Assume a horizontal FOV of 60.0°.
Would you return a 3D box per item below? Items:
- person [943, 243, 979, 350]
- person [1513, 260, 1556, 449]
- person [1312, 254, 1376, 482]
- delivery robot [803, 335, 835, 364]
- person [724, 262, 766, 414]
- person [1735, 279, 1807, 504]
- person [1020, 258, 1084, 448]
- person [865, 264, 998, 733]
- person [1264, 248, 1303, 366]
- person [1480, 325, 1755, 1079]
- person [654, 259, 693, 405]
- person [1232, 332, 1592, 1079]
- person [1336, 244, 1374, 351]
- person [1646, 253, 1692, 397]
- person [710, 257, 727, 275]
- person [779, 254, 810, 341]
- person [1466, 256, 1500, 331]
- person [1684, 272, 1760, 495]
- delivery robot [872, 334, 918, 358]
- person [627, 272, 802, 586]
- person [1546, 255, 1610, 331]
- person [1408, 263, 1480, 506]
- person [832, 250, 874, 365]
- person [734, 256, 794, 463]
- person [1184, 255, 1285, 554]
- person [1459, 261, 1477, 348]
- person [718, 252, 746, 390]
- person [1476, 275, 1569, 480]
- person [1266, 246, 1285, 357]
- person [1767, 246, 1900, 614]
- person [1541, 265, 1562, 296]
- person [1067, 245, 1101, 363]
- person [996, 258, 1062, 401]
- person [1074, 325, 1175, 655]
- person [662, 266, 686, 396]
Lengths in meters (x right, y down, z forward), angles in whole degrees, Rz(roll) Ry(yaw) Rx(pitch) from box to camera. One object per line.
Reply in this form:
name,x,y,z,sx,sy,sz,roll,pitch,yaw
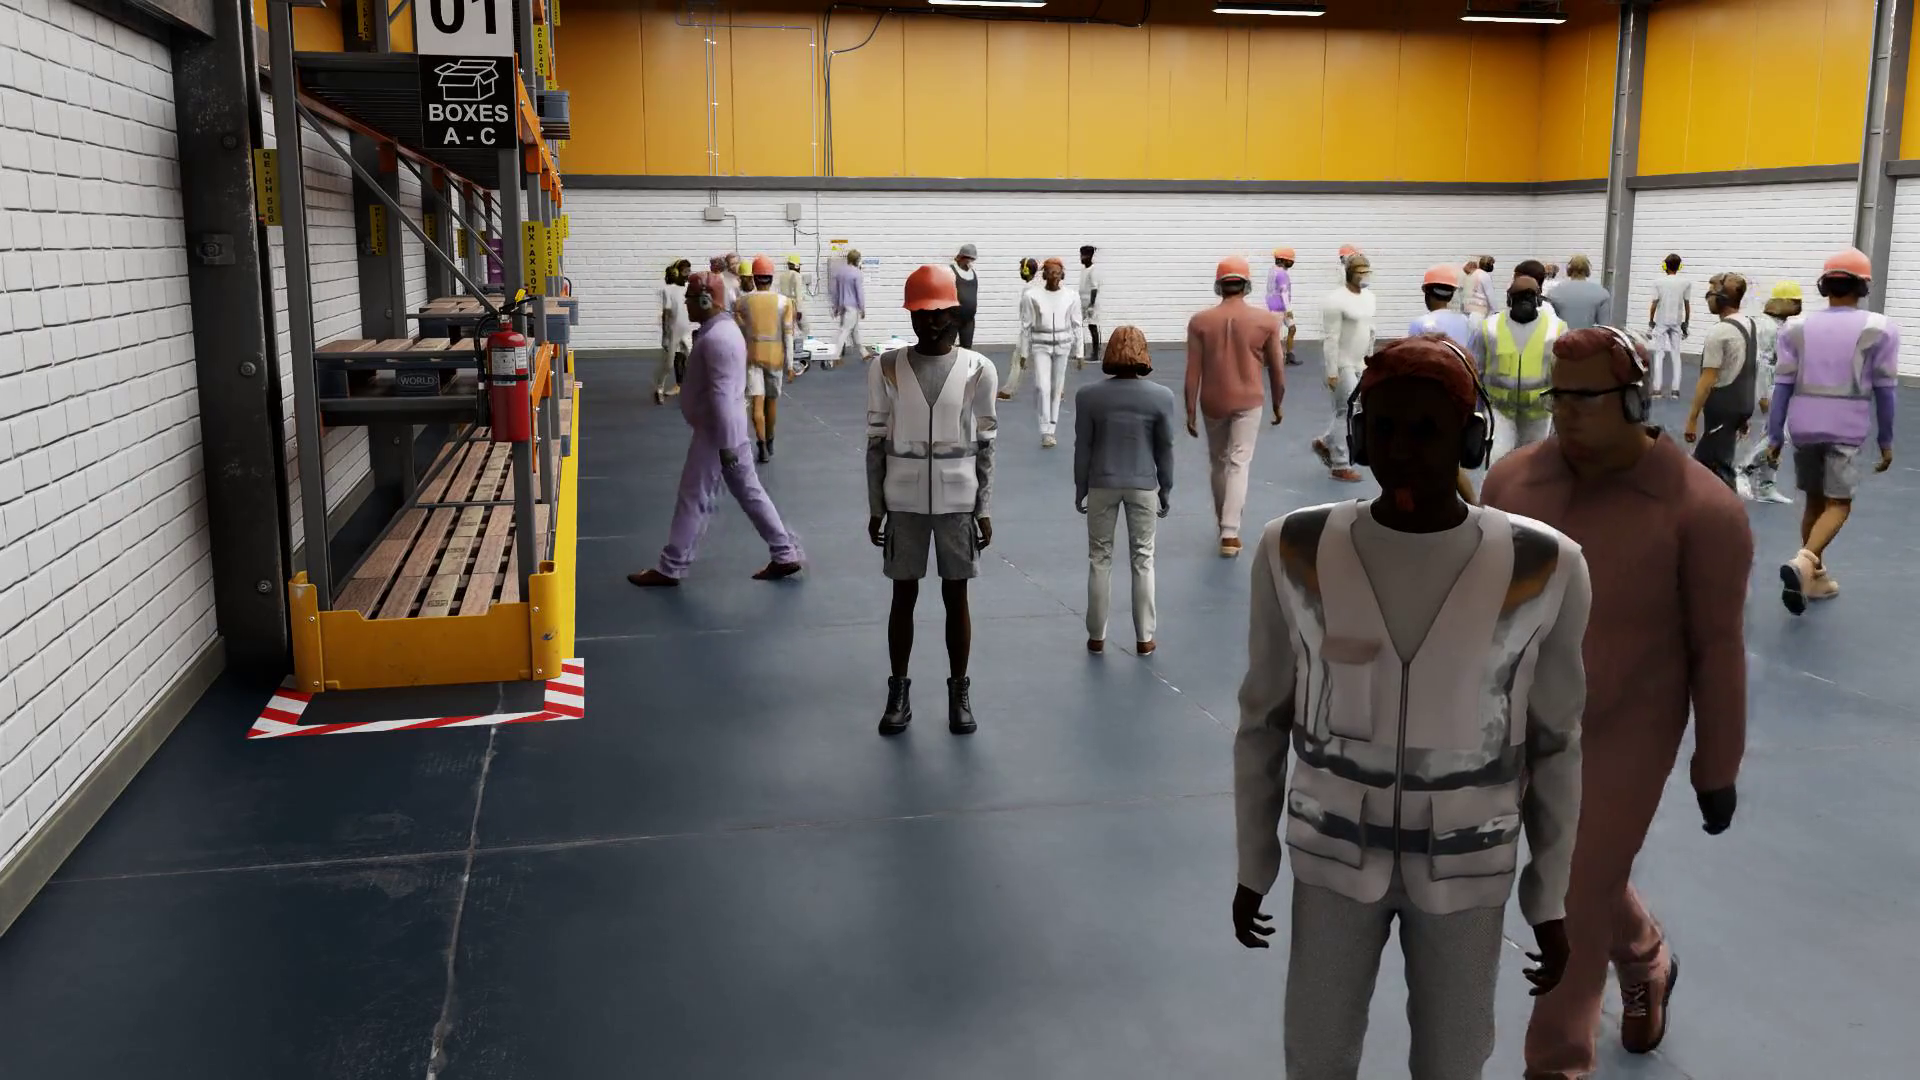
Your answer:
person,-0.076,-3.303,24.005,0.723,2.000,0.781,-8,13,-37
person,4.295,-1.098,12.197,0.590,1.894,0.627,4,11,20
person,3.256,-1.456,14.110,0.520,1.919,0.675,10,14,43
delivery robot,-2.314,-2.945,25.880,0.707,0.478,0.477,-5,11,-25
person,-2.526,-2.376,19.604,0.603,1.778,0.968,-5,11,-25
person,6.290,-1.134,12.821,0.379,1.731,0.503,9,14,41
person,0.926,-1.822,16.306,0.612,1.852,0.854,-1,10,-8
person,-0.117,-0.158,6.868,0.544,1.939,0.354,0,10,0
person,5.259,-3.725,26.713,0.763,1.907,0.551,3,11,17
person,1.514,0.423,3.900,0.950,1.862,0.647,-7,13,-35
person,-3.471,-2.518,20.309,0.993,1.818,0.536,10,14,43
person,0.764,0.584,2.905,0.585,1.882,0.337,3,11,19
person,6.283,-3.772,26.771,0.652,1.981,0.626,8,13,37
person,9.191,-2.777,21.583,0.533,1.864,0.310,1,10,7
person,-3.186,-2.901,22.438,0.579,1.813,0.914,-8,13,-38
person,-2.696,-3.800,27.405,0.600,1.801,0.602,-9,13,-40
person,8.541,-3.738,27.154,1.024,1.775,0.631,0,10,1
person,4.838,-0.811,10.777,0.541,1.828,0.633,-9,14,-41
delivery robot,-1.019,-2.982,26.084,0.707,0.478,0.477,-3,11,-18
person,-1.431,-0.648,9.815,1.012,1.858,0.661,0,10,-1
person,6.301,-1.974,17.102,0.647,1.882,1.062,2,10,12
person,3.220,-0.886,11.050,0.552,1.896,0.917,-5,11,-27
person,-1.749,-3.793,27.217,1.035,1.861,0.632,-9,13,-39
person,-1.827,-1.673,15.416,0.558,1.890,0.977,-2,10,-10
person,1.815,-0.902,11.028,0.623,1.938,1.066,3,11,18
person,9.600,-4.431,31.387,0.281,1.633,0.498,-3,11,-15
person,-2.976,-2.840,21.867,0.699,1.885,0.565,-10,14,-43
person,3.750,-0.857,11.141,0.640,1.792,0.940,4,11,19
person,5.542,-4.157,29.059,0.383,1.922,0.593,1,10,7
person,4.730,-0.596,9.099,0.898,2.008,0.611,-10,14,-44
person,9.942,-3.805,27.947,0.614,1.621,0.517,-4,11,-23
person,2.031,-3.888,27.537,0.657,1.929,0.634,-3,11,-18
person,0.882,-2.640,20.972,0.997,1.818,0.547,5,12,27
person,0.805,-0.239,8.187,0.494,1.624,0.279,1,10,3
person,-3.734,-2.735,21.813,0.318,1.697,0.533,1,10,7
